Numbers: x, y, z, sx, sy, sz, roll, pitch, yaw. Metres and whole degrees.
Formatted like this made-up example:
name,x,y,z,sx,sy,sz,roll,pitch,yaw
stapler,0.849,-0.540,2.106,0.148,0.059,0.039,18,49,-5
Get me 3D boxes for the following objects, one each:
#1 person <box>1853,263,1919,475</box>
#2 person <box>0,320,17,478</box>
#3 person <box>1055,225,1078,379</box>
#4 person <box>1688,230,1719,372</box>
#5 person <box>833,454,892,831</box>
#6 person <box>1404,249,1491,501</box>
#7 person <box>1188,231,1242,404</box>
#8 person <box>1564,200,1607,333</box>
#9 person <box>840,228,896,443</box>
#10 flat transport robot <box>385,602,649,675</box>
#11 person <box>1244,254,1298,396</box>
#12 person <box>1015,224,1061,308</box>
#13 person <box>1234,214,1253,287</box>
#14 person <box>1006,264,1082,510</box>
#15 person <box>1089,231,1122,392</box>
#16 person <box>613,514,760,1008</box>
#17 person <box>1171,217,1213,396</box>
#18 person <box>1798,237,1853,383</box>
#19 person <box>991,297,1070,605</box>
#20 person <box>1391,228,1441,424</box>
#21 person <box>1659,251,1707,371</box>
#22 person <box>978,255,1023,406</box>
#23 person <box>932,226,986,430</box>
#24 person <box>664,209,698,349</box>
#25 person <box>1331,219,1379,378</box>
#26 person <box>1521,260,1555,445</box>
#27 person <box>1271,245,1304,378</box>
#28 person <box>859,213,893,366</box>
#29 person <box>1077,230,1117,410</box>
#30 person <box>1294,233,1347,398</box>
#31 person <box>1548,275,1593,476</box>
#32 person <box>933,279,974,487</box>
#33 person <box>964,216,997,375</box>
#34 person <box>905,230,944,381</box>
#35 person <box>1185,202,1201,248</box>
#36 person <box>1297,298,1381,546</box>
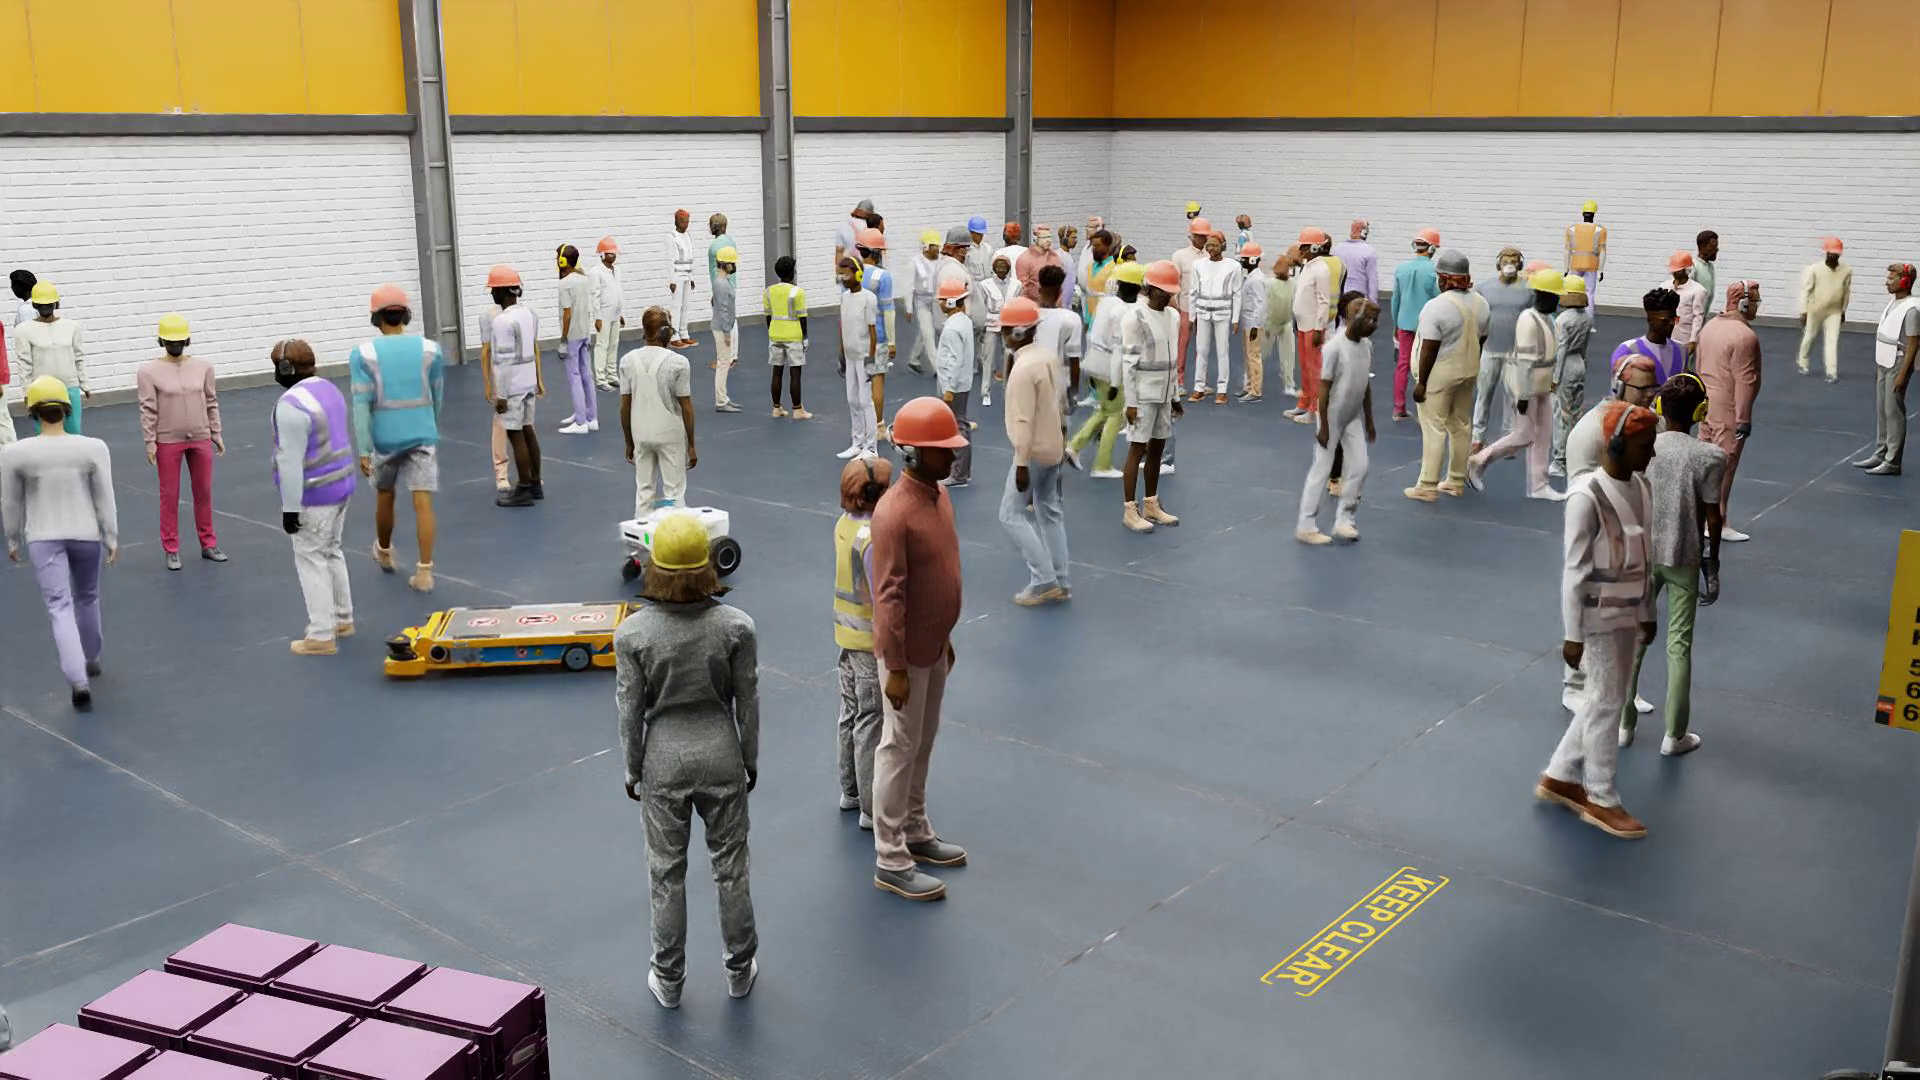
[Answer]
name,x,y,z,sx,sy,sz,roll,pitch,yaw
person,8.159,-1.484,14.497,0.373,1.843,0.570,3,14,11
person,-8.440,-1.402,14.393,0.573,1.739,0.355,12,18,40
person,1.243,-2.851,19.988,0.340,1.838,0.507,6,15,21
person,7.857,-2.347,17.806,0.393,1.916,0.590,12,19,41
person,-0.394,0.445,7.202,0.307,1.644,0.514,-6,15,-22
person,3.920,-1.343,13.541,0.683,2.000,0.537,-9,16,-31
person,2.781,-2.433,18.214,0.577,1.882,0.349,7,15,25
person,9.137,-3.988,24.340,0.585,1.927,0.366,8,16,28
person,-0.852,-1.964,16.015,0.616,2.041,0.382,10,17,36
flat transport robot,-2.504,0.553,9.553,1.431,0.197,0.652,-2,14,-8
person,3.565,-2.456,18.896,0.509,1.593,0.808,-8,16,-30
person,0.931,-2.633,18.970,0.652,1.906,0.403,-12,18,-40
person,4.453,-4.283,26.102,0.313,1.639,0.513,5,15,20
person,0.659,-1.219,13.256,0.635,1.940,0.567,2,14,8
person,1.682,-2.540,18.722,0.346,1.847,0.506,-3,14,-10
person,-0.927,0.761,5.732,0.487,1.746,0.288,-4,15,-14
person,2.657,-2.627,18.763,0.613,1.995,0.379,-4,15,-15
person,10.364,-2.774,19.962,0.583,1.711,0.901,2,14,7
person,0.450,-0.553,10.570,0.545,1.963,0.625,5,15,19
person,4.706,-2.190,17.029,0.406,1.988,0.612,-12,18,-39
person,7.380,-2.107,17.194,0.333,1.743,0.563,-9,17,-32
person,0.439,-2.273,18.075,0.523,1.636,0.310,-4,15,-16
person,-0.004,-2.133,16.698,0.535,2.000,0.688,-3,14,-13
person,-3.819,-3.579,22.788,0.342,1.885,0.583,5,15,20
person,4.776,-2.906,20.068,0.409,1.901,0.651,-12,18,-40
person,5.458,-1.783,15.877,0.341,1.752,0.563,12,18,39
person,3.996,-2.764,20.175,0.505,1.596,0.846,2,14,7
person,-1.099,-3.154,21.025,0.384,1.918,0.596,-6,15,-22
person,1.534,-2.358,17.853,0.392,1.916,0.591,-8,16,-28
person,3.991,-2.497,18.555,0.634,1.842,0.429,-8,16,-29
person,5.277,-1.432,14.498,0.493,1.743,0.312,-11,18,-38
person,-0.062,-1.328,14.062,0.338,1.749,0.573,2,14,10
person,0.187,-2.980,20.311,0.624,1.932,0.421,-13,19,-42
person,-0.382,-2.833,20.045,0.597,1.779,0.946,-12,19,-40
person,3.873,-4.734,27.669,0.339,1.761,0.524,1,14,3
person,2.788,-0.849,12.057,0.511,1.810,0.474,-11,18,-36
